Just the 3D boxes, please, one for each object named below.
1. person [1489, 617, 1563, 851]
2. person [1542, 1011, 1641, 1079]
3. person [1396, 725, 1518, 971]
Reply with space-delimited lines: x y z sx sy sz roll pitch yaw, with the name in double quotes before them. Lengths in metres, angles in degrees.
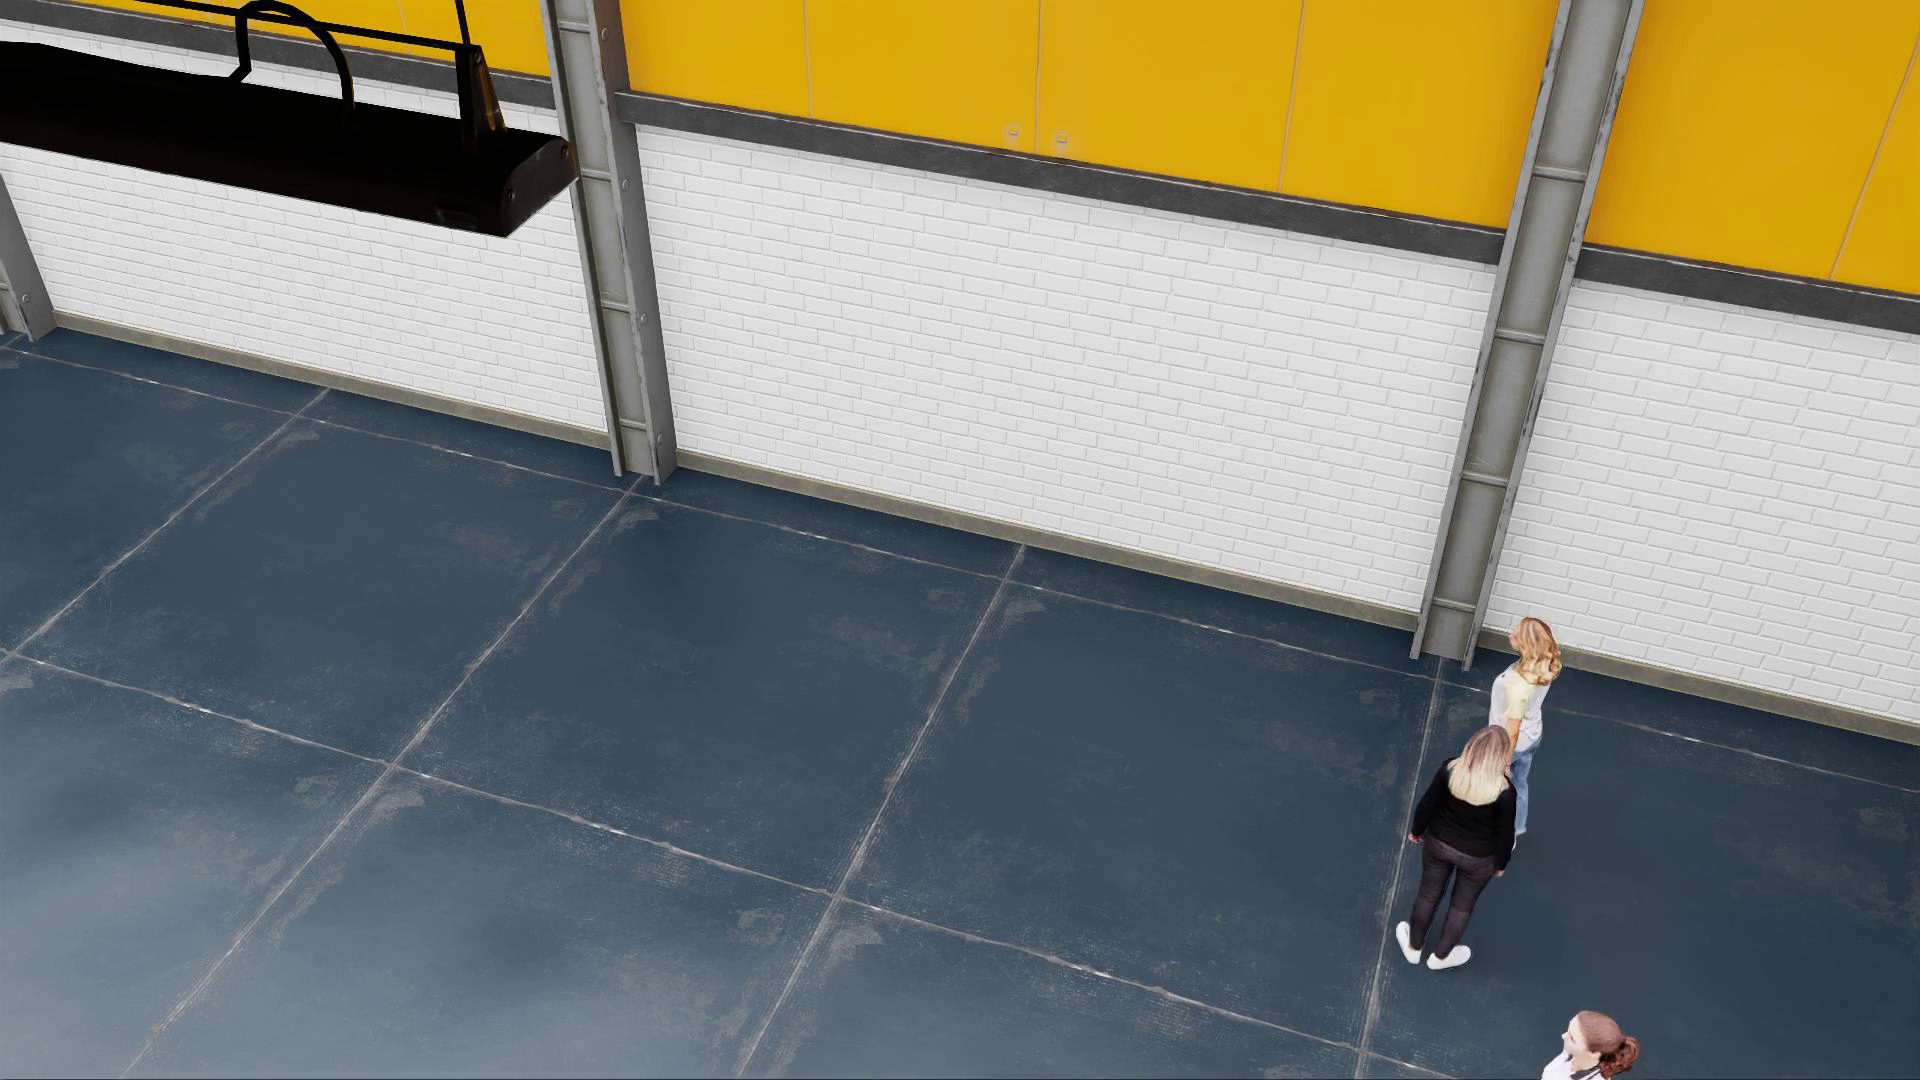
"person" 3.150 1.156 9.253 0.771 1.710 0.776 -30 47 -32
"person" 2.699 2.673 7.333 0.883 1.736 0.695 4 39 4
"person" 2.614 1.627 8.689 0.600 1.678 0.792 25 45 28
